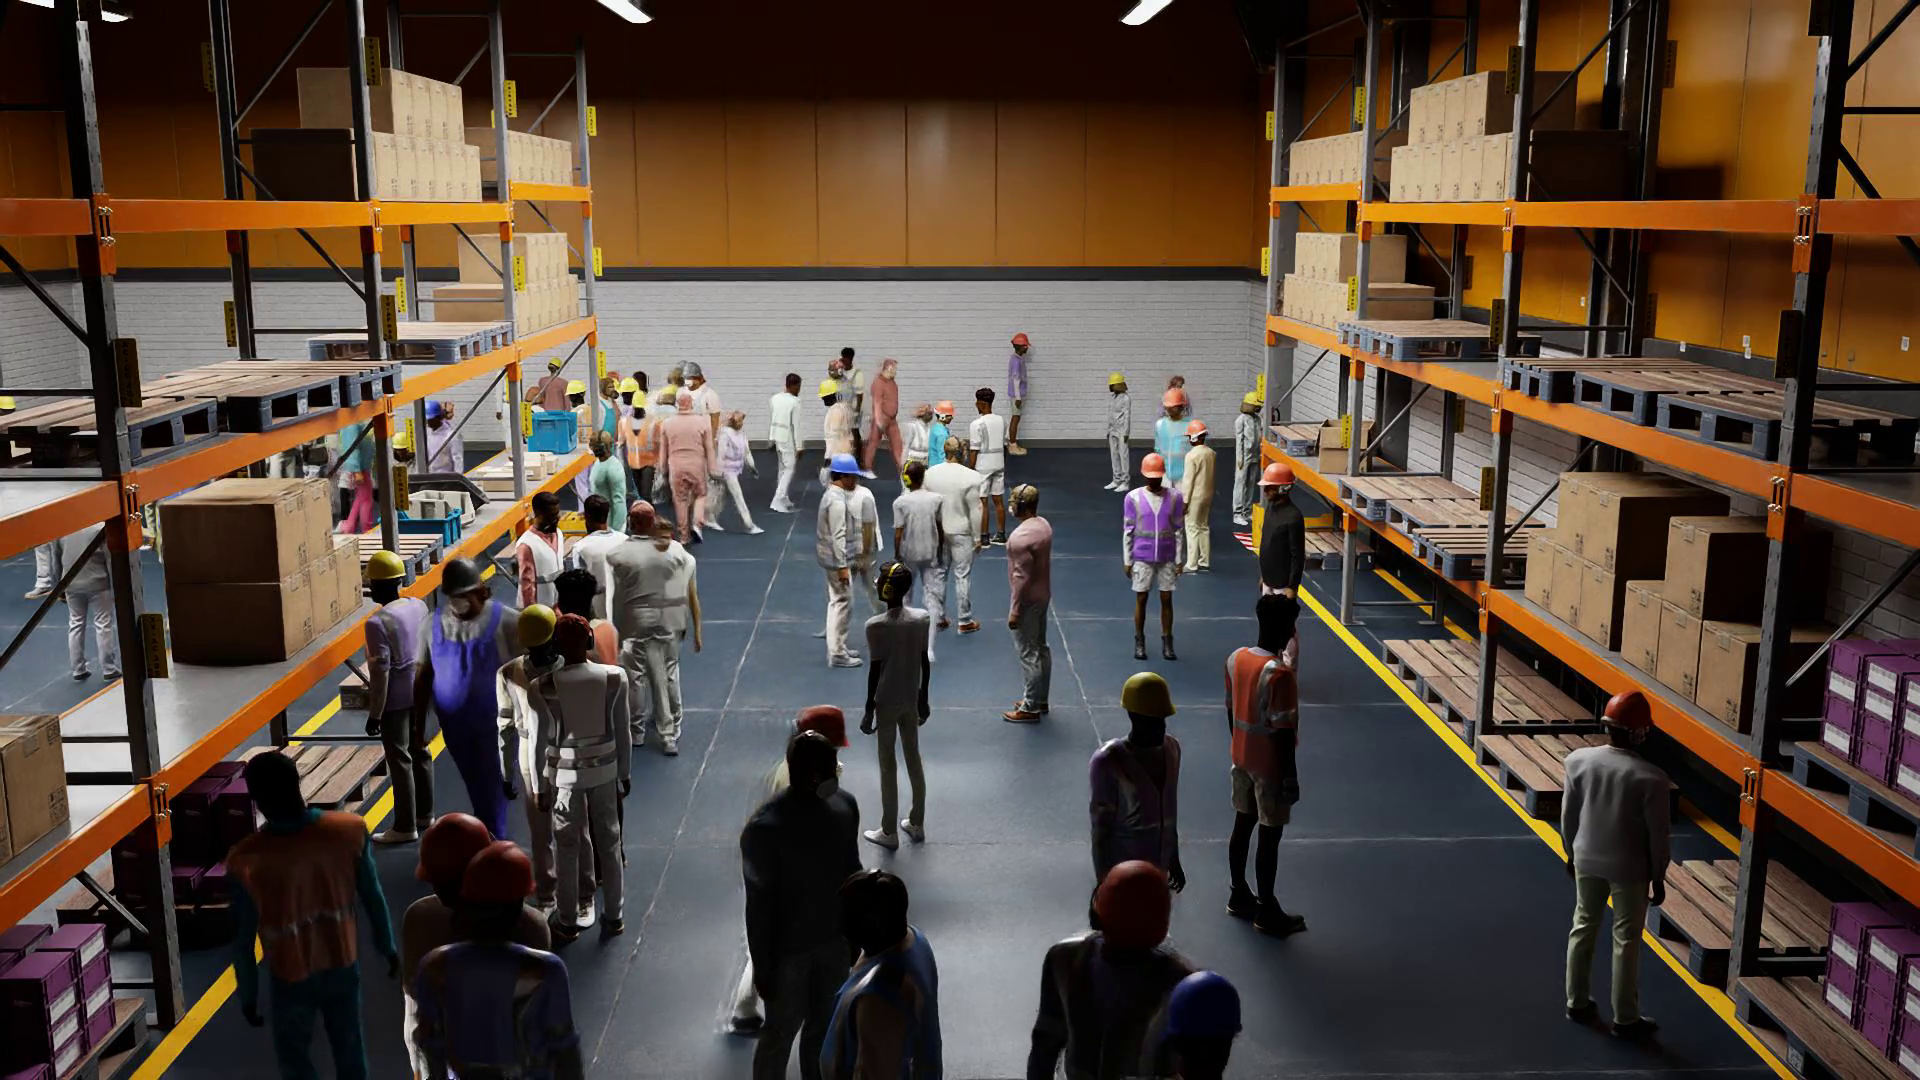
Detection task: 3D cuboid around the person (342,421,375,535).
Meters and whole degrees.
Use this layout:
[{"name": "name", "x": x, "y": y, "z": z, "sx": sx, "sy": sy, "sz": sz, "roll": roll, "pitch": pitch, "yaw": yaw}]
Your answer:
[{"name": "person", "x": -7.321, "y": -0.896, "z": 20.278, "sx": 0.561, "sy": 1.984, "sz": 0.628, "roll": -4, "pitch": 12, "yaw": -18}]

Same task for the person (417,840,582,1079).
[{"name": "person", "x": -1.602, "y": 2.001, "z": 5.898, "sx": 0.553, "sy": 1.937, "sz": 0.395, "roll": 2, "pitch": 11, "yaw": 11}]

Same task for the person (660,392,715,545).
[{"name": "person", "x": -3.338, "y": -0.871, "z": 20.403, "sx": 0.674, "sy": 1.880, "sz": 0.412, "roll": 0, "pitch": 11, "yaw": -1}]

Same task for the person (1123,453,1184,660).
[{"name": "person", "x": 1.769, "y": 0.150, "z": 15.174, "sx": 0.553, "sy": 1.924, "sz": 0.391, "roll": 0, "pitch": 11, "yaw": -1}]

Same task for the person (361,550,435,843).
[{"name": "person", "x": -3.668, "y": 1.016, "z": 10.821, "sx": 0.369, "sy": 1.928, "sz": 0.585, "roll": 3, "pitch": 12, "yaw": 14}]

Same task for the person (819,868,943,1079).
[{"name": "person", "x": -0.280, "y": 2.044, "z": 5.921, "sx": 0.430, "sy": 1.836, "sz": 0.619, "roll": 1, "pitch": 11, "yaw": 6}]

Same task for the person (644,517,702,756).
[{"name": "person", "x": -2.306, "y": 0.683, "z": 12.832, "sx": 0.580, "sy": 1.803, "sz": 0.987, "roll": -5, "pitch": 12, "yaw": -23}]

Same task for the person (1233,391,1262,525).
[{"name": "person", "x": 3.788, "y": -1.077, "z": 21.782, "sx": 0.298, "sy": 1.744, "sz": 0.486, "roll": 11, "pitch": 16, "yaw": 44}]

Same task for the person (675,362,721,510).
[{"name": "person", "x": -3.651, "y": -1.426, "z": 22.781, "sx": 0.688, "sy": 2.000, "sz": 0.536, "roll": 5, "pitch": 13, "yaw": 25}]

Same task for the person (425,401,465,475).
[{"name": "person", "x": -6.000, "y": -0.665, "z": 19.259, "sx": 0.623, "sy": 1.923, "sz": 0.472, "roll": 4, "pitch": 12, "yaw": 20}]

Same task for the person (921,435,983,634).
[{"name": "person", "x": -0.073, "y": -0.050, "z": 16.150, "sx": 0.630, "sy": 1.935, "sz": 0.369, "roll": 6, "pitch": 13, "yaw": 26}]

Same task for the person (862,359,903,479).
[{"name": "person", "x": -1.082, "y": -1.811, "z": 25.209, "sx": 1.019, "sy": 1.836, "sz": 0.709, "roll": 6, "pitch": 13, "yaw": 27}]

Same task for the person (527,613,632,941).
[{"name": "person", "x": -2.130, "y": 1.332, "z": 9.366, "sx": 0.575, "sy": 1.880, "sz": 0.358, "roll": -5, "pitch": 12, "yaw": -23}]

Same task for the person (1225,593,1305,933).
[{"name": "person", "x": 1.751, "y": 1.260, "z": 9.519, "sx": 0.380, "sy": 1.958, "sz": 0.603, "roll": -5, "pitch": 12, "yaw": -23}]

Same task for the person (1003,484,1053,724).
[{"name": "person", "x": 0.547, "y": 0.508, "z": 13.342, "sx": 0.369, "sy": 1.938, "sz": 0.630, "roll": 5, "pitch": 12, "yaw": 22}]

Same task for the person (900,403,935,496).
[{"name": "person", "x": -0.572, "y": -0.957, "z": 21.524, "sx": 0.329, "sy": 1.609, "sz": 0.652, "roll": 9, "pitch": 14, "yaw": 38}]

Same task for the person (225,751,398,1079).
[{"name": "person", "x": -2.679, "y": 1.799, "z": 7.020, "sx": 0.708, "sy": 1.885, "sz": 0.691, "roll": -9, "pitch": 15, "yaw": -39}]

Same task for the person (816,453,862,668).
[{"name": "person", "x": -1.081, "y": 0.181, "z": 14.991, "sx": 0.427, "sy": 1.933, "sz": 0.621, "roll": -1, "pitch": 11, "yaw": -7}]

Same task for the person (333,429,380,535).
[{"name": "person", "x": -7.658, "y": -0.920, "z": 21.236, "sx": 0.535, "sy": 1.650, "sz": 0.884, "roll": 7, "pitch": 13, "yaw": 33}]

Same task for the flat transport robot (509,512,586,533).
[{"name": "flat transport robot", "x": -5.455, "y": -0.222, "z": 21.201, "sx": 1.431, "sy": 0.197, "sz": 0.652, "roll": -1, "pitch": 11, "yaw": -3}]

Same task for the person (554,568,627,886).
[{"name": "person", "x": -2.263, "y": 1.132, "z": 10.155, "sx": 0.371, "sy": 1.961, "sz": 0.608, "roll": 3, "pitch": 12, "yaw": 13}]

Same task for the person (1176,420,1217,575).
[{"name": "person", "x": 2.670, "y": -0.484, "z": 18.825, "sx": 0.351, "sy": 1.738, "sz": 0.573, "roll": 9, "pitch": 14, "yaw": 38}]

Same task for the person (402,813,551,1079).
[{"name": "person", "x": -1.762, "y": 1.934, "z": 6.079, "sx": 0.616, "sy": 1.986, "sz": 0.407, "roll": 3, "pitch": 12, "yaw": 15}]

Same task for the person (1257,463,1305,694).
[{"name": "person", "x": 2.680, "y": 0.337, "z": 14.076, "sx": 0.406, "sy": 1.989, "sz": 0.631, "roll": -3, "pitch": 12, "yaw": -14}]

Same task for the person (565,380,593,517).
[{"name": "person", "x": -4.897, "y": -1.109, "z": 21.514, "sx": 0.402, "sy": 1.917, "sz": 0.592, "roll": 3, "pitch": 12, "yaw": 14}]

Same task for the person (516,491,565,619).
[{"name": "person", "x": -3.306, "y": 0.550, "z": 13.216, "sx": 0.405, "sy": 1.909, "sz": 0.597, "roll": 3, "pitch": 12, "yaw": 13}]

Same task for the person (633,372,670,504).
[{"name": "person", "x": -4.356, "y": -1.401, "z": 23.073, "sx": 0.614, "sy": 1.867, "sz": 0.809, "roll": 9, "pitch": 14, "yaw": 38}]

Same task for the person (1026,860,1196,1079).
[{"name": "person", "x": 0.543, "y": 2.005, "z": 5.672, "sx": 0.665, "sy": 2.010, "sz": 0.618, "roll": 7, "pitch": 13, "yaw": 31}]

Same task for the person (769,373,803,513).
[{"name": "person", "x": -2.437, "y": -1.326, "z": 22.718, "sx": 0.593, "sy": 1.887, "sz": 0.684, "roll": -9, "pitch": 15, "yaw": -39}]

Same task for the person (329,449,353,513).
[{"name": "person", "x": -8.456, "y": -1.192, "z": 22.384, "sx": 0.319, "sy": 1.738, "sz": 0.484, "roll": 6, "pitch": 13, "yaw": 29}]

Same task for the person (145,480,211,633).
[{"name": "person", "x": -7.581, "y": -0.116, "z": 16.209, "sx": 0.615, "sy": 2.040, "sz": 0.384, "roll": -6, "pitch": 13, "yaw": -29}]

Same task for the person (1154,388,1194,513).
[{"name": "person", "x": 2.610, "y": -0.821, "z": 19.821, "sx": 0.626, "sy": 2.016, "sz": 0.811, "roll": 8, "pitch": 14, "yaw": 34}]
